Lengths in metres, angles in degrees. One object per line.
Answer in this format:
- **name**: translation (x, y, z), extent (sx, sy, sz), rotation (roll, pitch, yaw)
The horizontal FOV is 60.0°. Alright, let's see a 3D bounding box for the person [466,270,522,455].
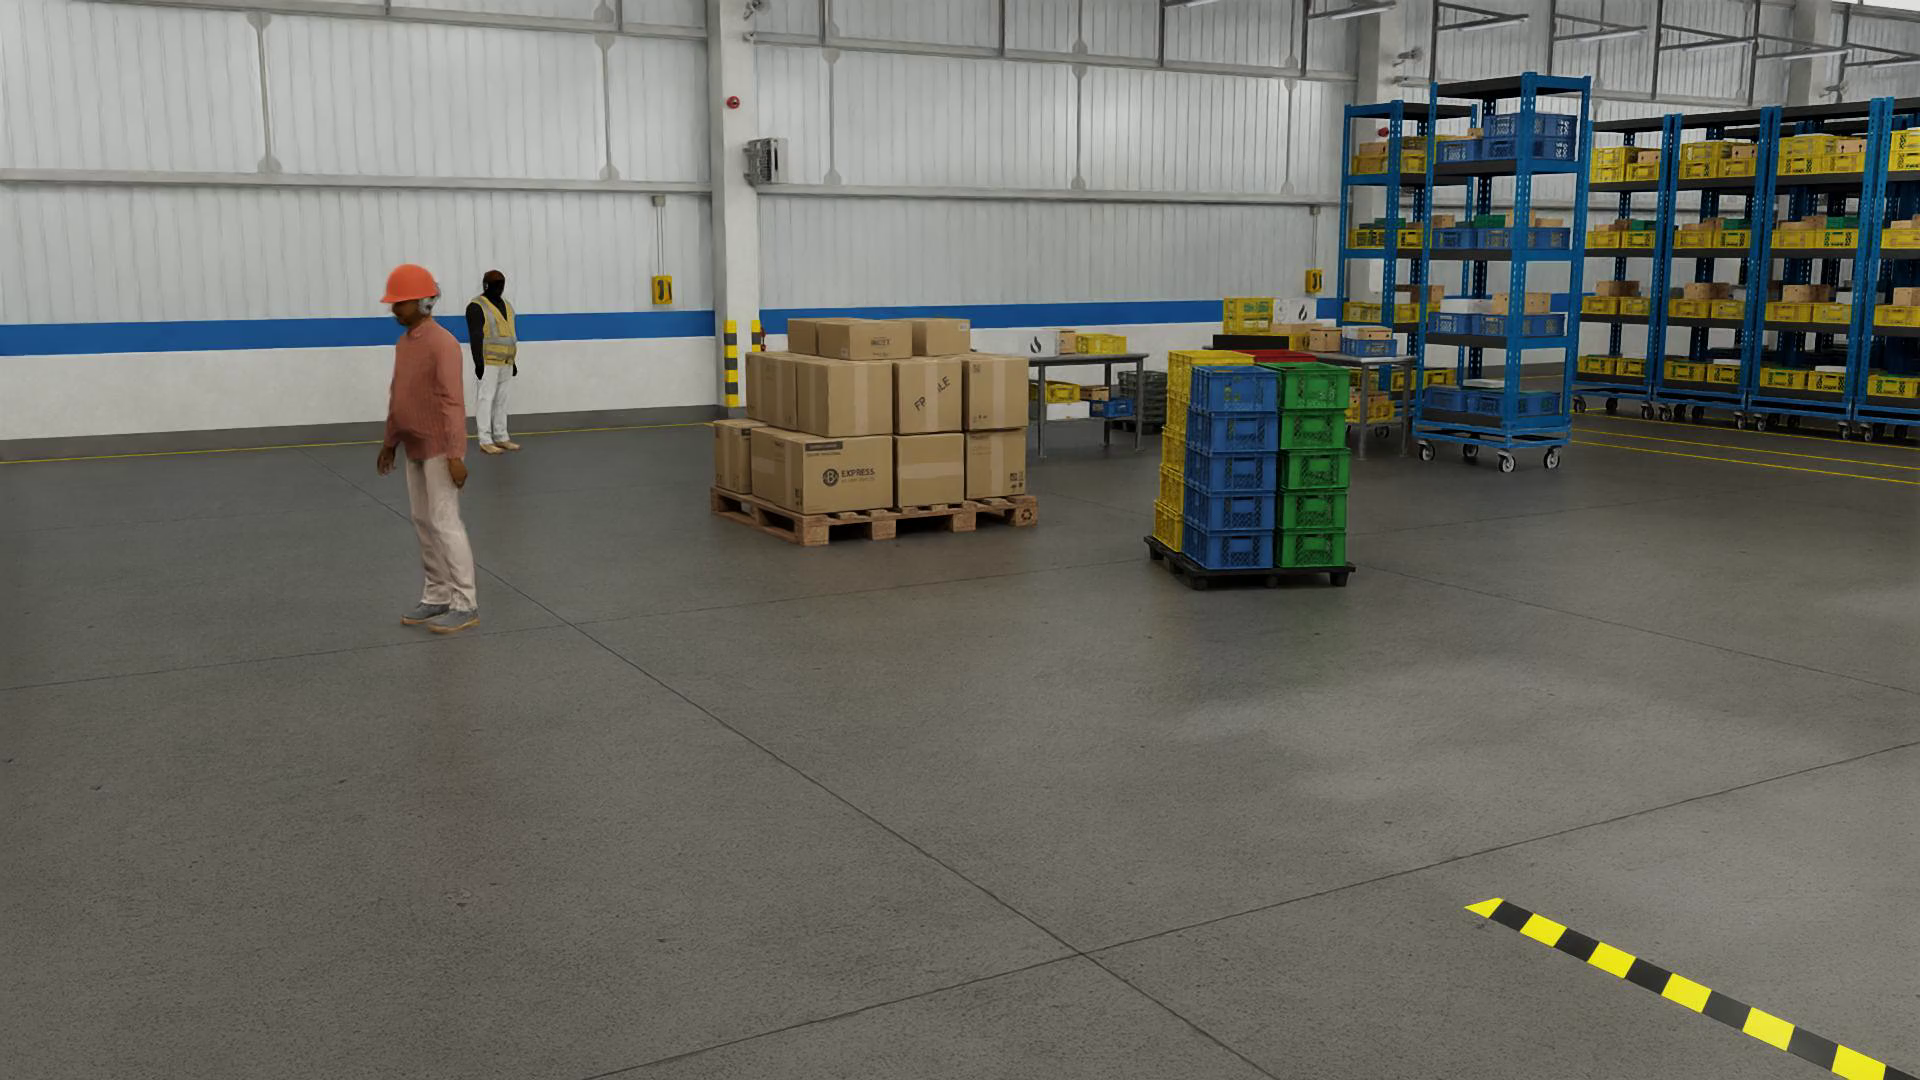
- **person**: translation (-4.672, -1.787, 16.745), extent (0.430, 1.841, 0.624), rotation (4, 11, 21)

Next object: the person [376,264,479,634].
- **person**: translation (-2.910, -0.495, 9.018), extent (0.412, 1.982, 0.700), rotation (-9, 13, -41)
